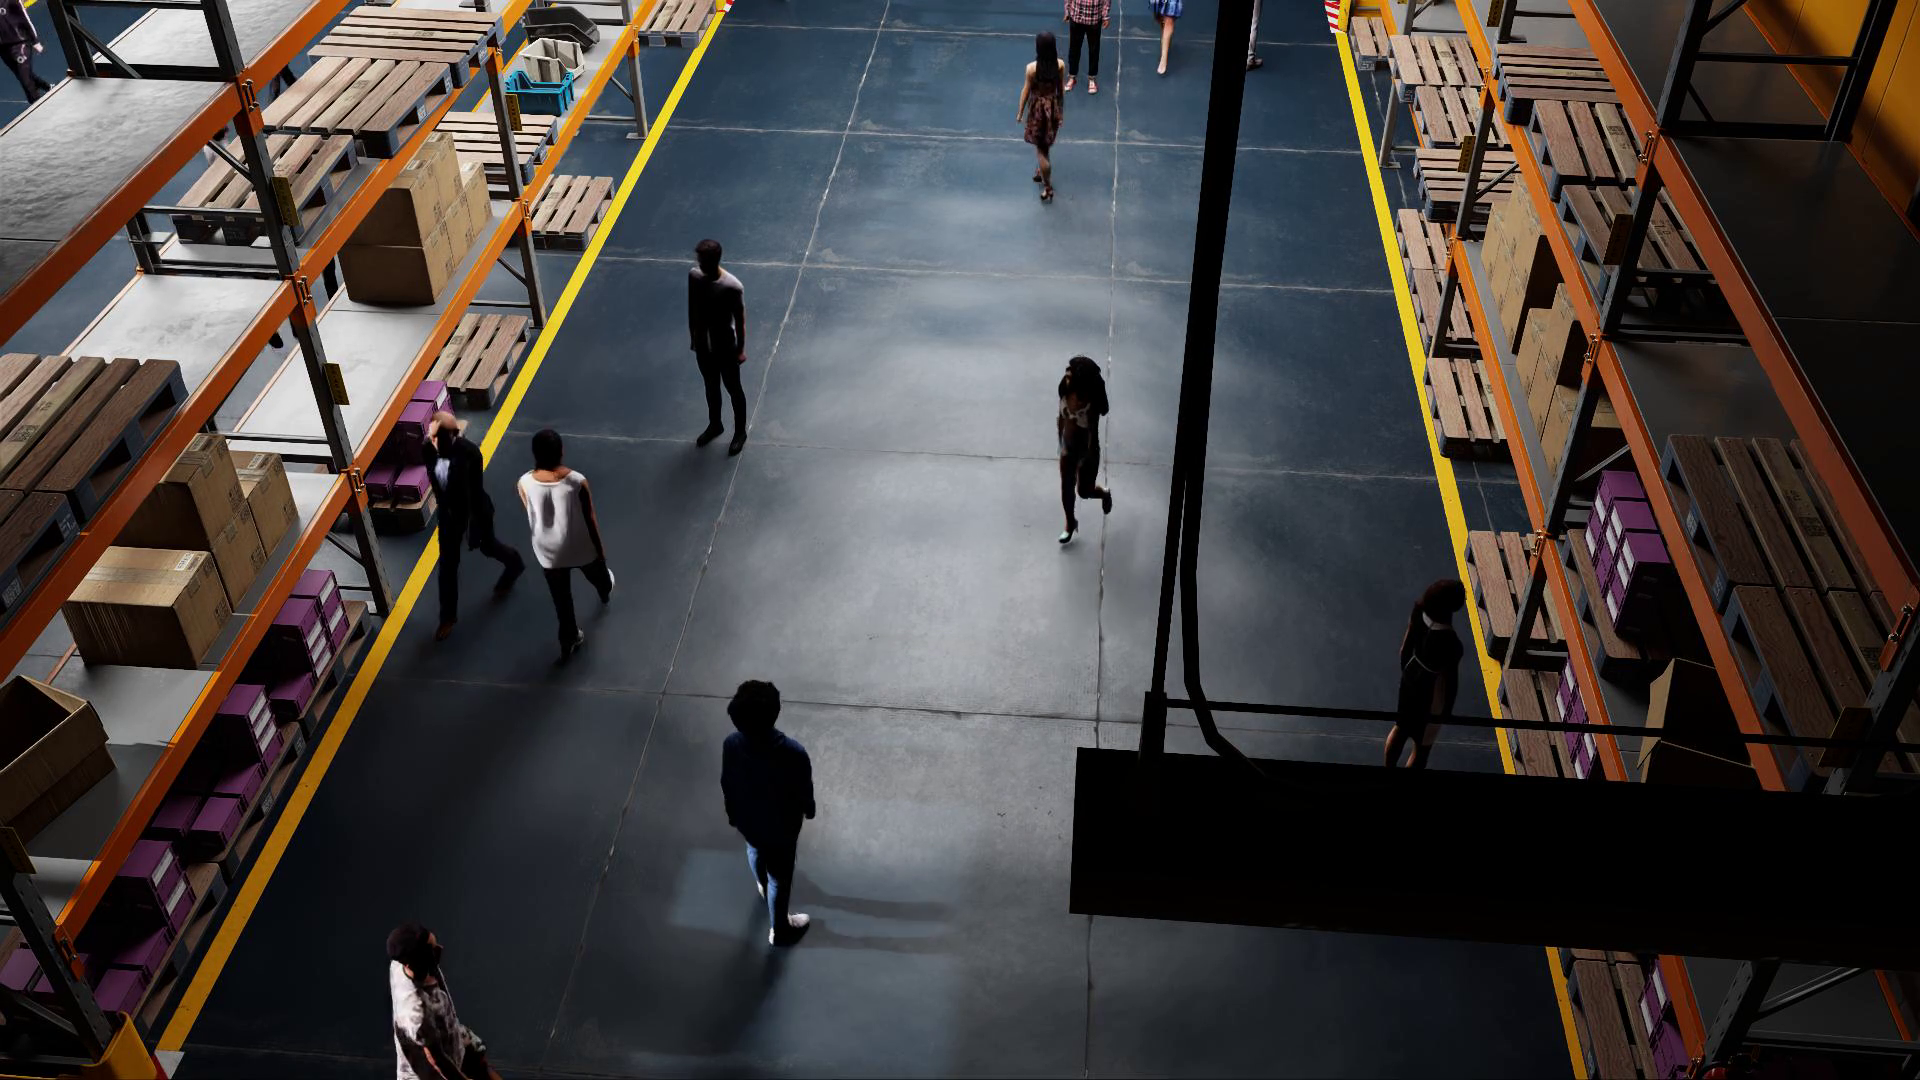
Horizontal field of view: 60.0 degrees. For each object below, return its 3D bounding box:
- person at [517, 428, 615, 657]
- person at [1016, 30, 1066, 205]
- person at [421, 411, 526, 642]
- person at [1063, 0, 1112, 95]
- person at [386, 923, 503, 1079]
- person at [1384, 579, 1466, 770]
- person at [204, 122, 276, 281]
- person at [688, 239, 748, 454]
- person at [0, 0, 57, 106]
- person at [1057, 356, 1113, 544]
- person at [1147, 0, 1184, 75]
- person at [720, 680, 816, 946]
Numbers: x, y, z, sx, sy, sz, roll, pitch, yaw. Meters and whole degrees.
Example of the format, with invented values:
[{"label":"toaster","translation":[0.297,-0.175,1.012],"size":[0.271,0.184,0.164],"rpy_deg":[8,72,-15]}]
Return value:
[{"label":"person","translation":[-2.734,0.054,11.440],"size":[0.698,1.644,1.047],"rpy_deg":[5,39,6]},{"label":"person","translation":[0.876,-4.203,16.681],"size":[0.851,1.756,0.946],"rpy_deg":[-18,42,-21]},{"label":"person","translation":[-3.415,-0.213,11.684],"size":[0.887,1.758,1.217],"rpy_deg":[15,41,18]},{"label":"person","translation":[1.444,-5.989,18.914],"size":[0.729,1.761,0.644],"rpy_deg":[10,40,12]},{"label":"person","translation":[-2.701,2.548,8.213],"size":[0.997,1.774,1.140],"rpy_deg":[-10,40,-13]},{"label":"person","translation":[2.838,0.955,10.190],"size":[0.716,1.796,0.603],"rpy_deg":[-18,42,-21]},{"label":"person","translation":[-6.673,-3.019,15.194],"size":[0.756,1.762,1.143],"rpy_deg":[10,40,13]},{"label":"person","translation":[-1.930,-1.576,13.306],"size":[0.729,1.862,0.681],"rpy_deg":[17,41,20]},{"label":"person","translation":[-10.238,-5.388,18.133],"size":[0.704,1.796,1.158],"rpy_deg":[3,39,4]},{"label":"person","translation":[0.946,-0.681,12.387],"size":[0.799,1.612,0.880],"rpy_deg":[31,48,33]},{"label":"person","translation":[2.430,-6.433,19.456],"size":[0.874,1.777,1.197],"rpy_deg":[14,41,17]},{"label":"person","translation":[-1.094,1.585,9.406],"size":[0.790,1.789,0.879],"rpy_deg":[16,41,19]}]
